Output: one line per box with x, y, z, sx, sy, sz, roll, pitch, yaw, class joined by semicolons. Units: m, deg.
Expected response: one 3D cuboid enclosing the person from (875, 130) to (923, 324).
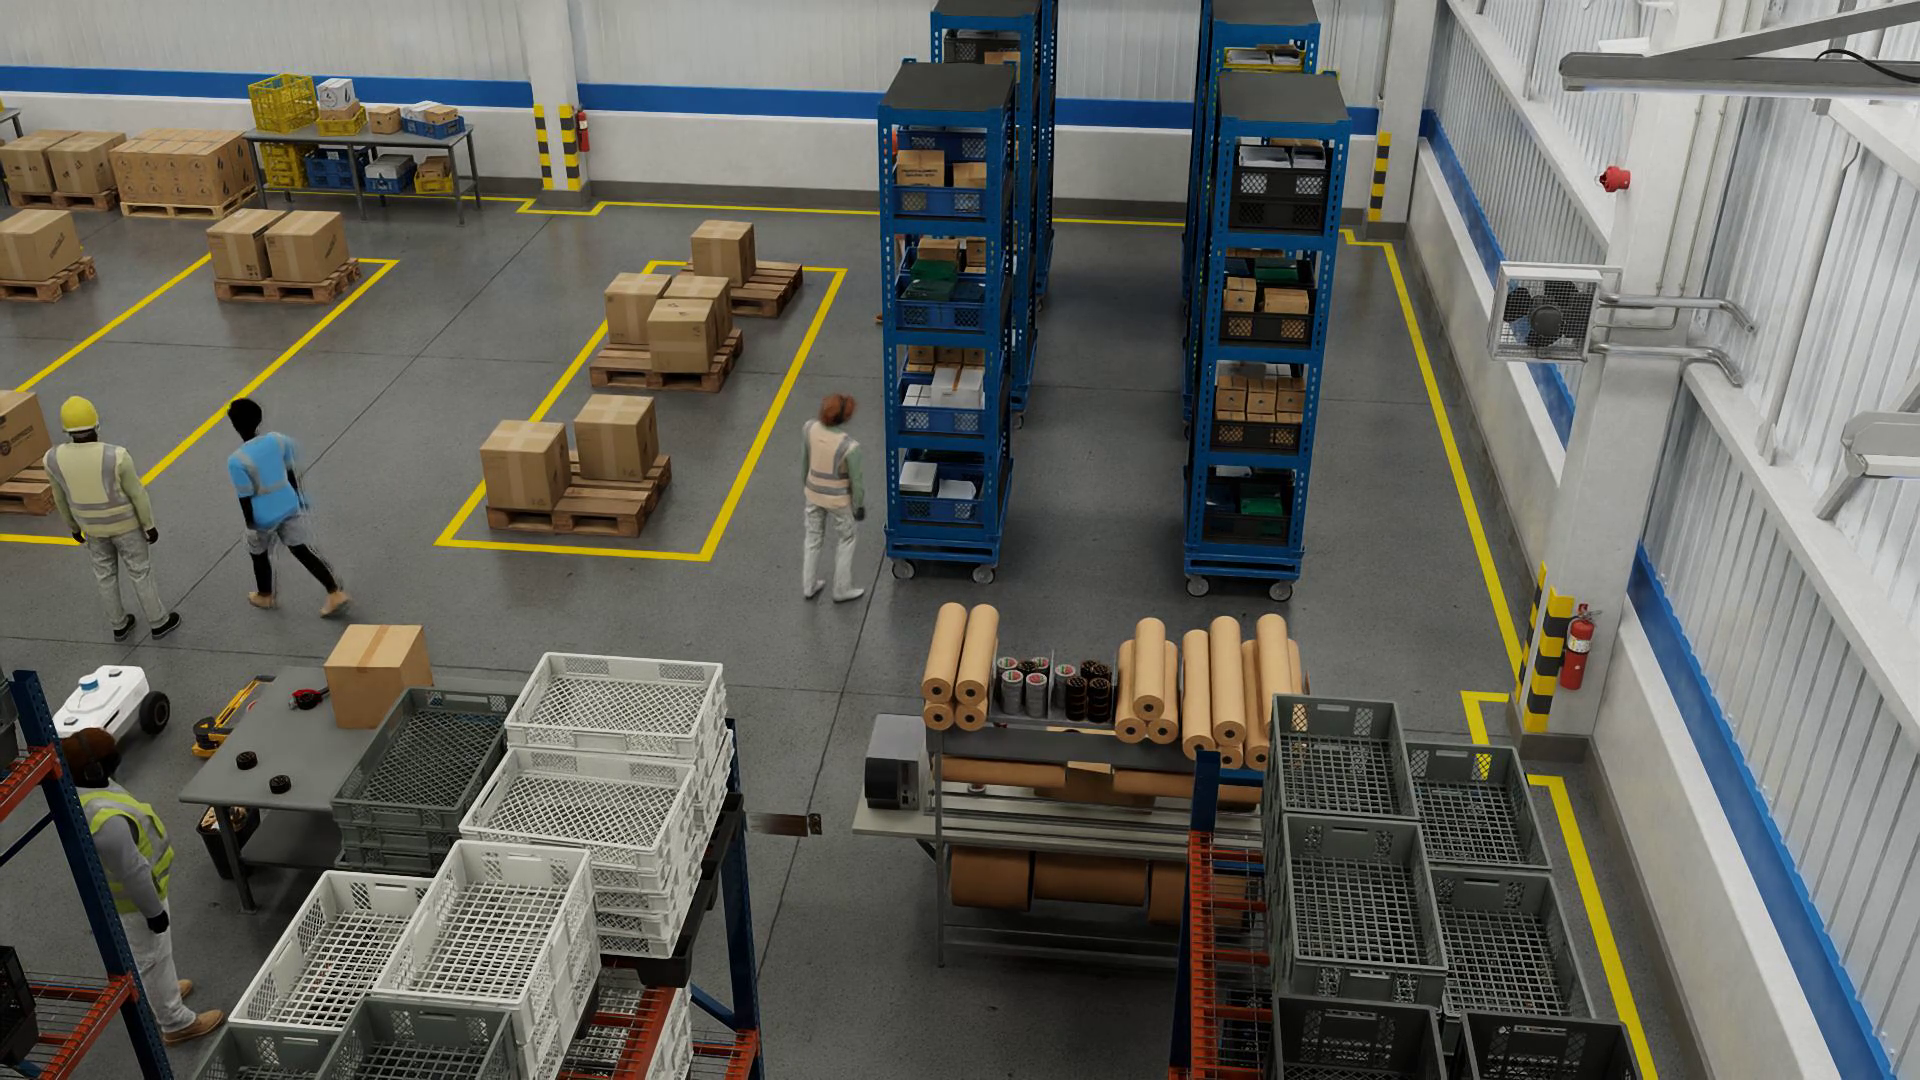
-0.576;-2.996;16.099;0.387;1.988;0.608;-25;38;-36;person

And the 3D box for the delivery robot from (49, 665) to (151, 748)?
-5.413;1.070;10.438;0.477;0.478;0.707;3;30;5;delivery robot

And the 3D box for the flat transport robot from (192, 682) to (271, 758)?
-4.089;1.163;10.648;1.431;0.197;0.652;3;30;6;flat transport robot

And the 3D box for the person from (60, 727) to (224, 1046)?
-4.078;1.695;8.186;0.627;1.844;0.429;25;39;36;person

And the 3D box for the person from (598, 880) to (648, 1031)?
-1.782;1.807;7.908;0.630;1.932;0.363;-2;30;-4;person

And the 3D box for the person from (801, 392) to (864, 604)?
-0.915;-0.296;11.815;0.538;1.628;0.322;18;35;28;person

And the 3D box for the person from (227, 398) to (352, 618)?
-4.768;-0.190;11.621;0.831;1.639;0.560;14;33;22;person

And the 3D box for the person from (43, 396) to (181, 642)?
-5.786;-0.139;11.338;0.600;1.835;0.404;-1;30;-1;person
